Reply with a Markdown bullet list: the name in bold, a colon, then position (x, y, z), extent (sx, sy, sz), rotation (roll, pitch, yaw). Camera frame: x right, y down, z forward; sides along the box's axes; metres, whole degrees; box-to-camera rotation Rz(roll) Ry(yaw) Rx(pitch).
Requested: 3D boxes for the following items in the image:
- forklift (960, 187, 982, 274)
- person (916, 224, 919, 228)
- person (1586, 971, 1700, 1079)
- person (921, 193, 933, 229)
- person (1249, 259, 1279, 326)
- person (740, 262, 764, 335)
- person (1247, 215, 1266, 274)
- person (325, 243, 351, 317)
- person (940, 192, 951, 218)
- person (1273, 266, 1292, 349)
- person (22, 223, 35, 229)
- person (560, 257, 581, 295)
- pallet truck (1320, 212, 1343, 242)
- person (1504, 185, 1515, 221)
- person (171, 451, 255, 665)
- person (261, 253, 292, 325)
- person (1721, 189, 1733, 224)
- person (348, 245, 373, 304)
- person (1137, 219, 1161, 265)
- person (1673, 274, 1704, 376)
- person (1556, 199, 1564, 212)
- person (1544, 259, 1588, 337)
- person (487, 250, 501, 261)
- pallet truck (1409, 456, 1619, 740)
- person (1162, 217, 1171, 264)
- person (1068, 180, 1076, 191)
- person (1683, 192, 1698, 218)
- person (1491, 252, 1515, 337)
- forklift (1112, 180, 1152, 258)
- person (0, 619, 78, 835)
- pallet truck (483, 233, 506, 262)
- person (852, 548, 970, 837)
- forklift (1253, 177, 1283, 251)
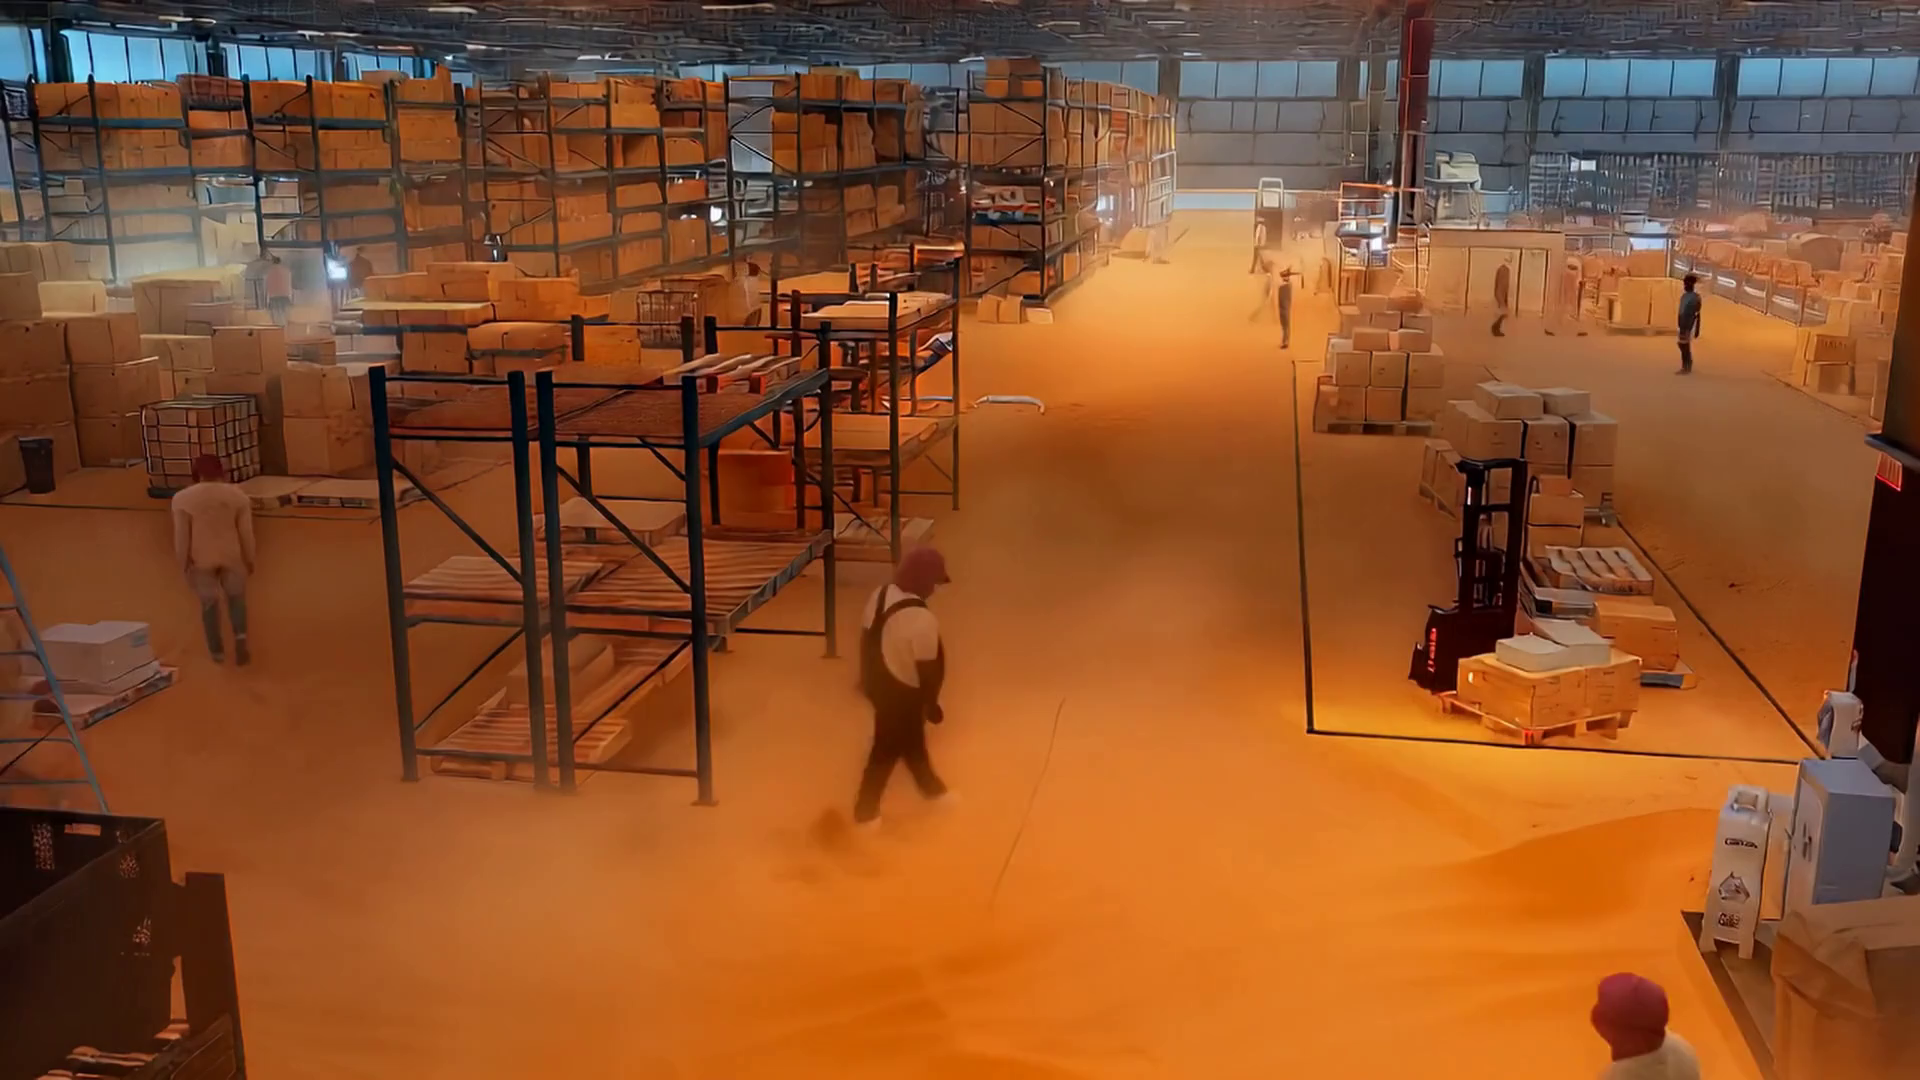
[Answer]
- **forklift**: position (0.649, -10.138, 54.362), extent (1.129, 2.768, 1.873), rotation (3, 14, 10)
- **person**: position (-1.796, -11.363, 61.818), extent (0.541, 1.678, 0.698), rotation (-5, 15, -20)
- **person**: position (2.368, 2.363, 5.852), extent (0.618, 1.805, 0.961), rotation (-12, 18, -41)
- **person**: position (-1.579, -15.815, 79.576), extent (0.643, 1.829, 0.598), rotation (4, 14, 14)
- **person**: position (7.318, -5.934, 39.896), extent (0.643, 1.619, 0.521), rotation (4, 14, 15)
- **person**: position (-4.768, -5.535, 38.152), extent (0.500, 1.683, 0.534), rotation (9, 16, 31)
- **person**: position (9.764, -9.696, 54.564), extent (0.558, 1.905, 0.785), rotation (-13, 19, -42)
- **person**: position (-15.388, -6.409, 41.230), extent (0.587, 1.911, 0.397), rotation (-7, 16, -28)
- **person**: position (-0.782, -18.111, 88.984), extent (0.603, 1.792, 0.911), rotation (1, 14, 4)
- **person**: position (6.984, -5.015, 35.860), extent (0.317, 1.768, 0.524), rotation (-2, 14, -7)
- **person**: position (-33.879, -11.147, 60.481), extent (0.636, 1.902, 0.406), rotation (9, 17, 33)
- **person**: position (-9.424, -6.040, 40.301), extent (0.524, 1.631, 0.323), rotation (1, 14, 3)
- **pallet truck**: position (15.874, -13.227, 70.310), extent (0.680, 1.201, 1.601), rotation (10, 17, 35)
- **person**: position (28.680, -17.578, 86.723), extent (0.587, 1.835, 0.404), rotation (13, 19, 43)
- **person**: position (-6.434, 0.193, 14.415), extent (0.634, 1.924, 0.636), rotation (-7, 16, -28)
- **person**: position (-15.395, -5.504, 37.507), extent (0.652, 1.928, 0.560), rotation (-10, 17, -34)
- **person**: position (37.075, -16.020, 80.100), extent (0.513, 1.973, 0.636), rotation (-2, 14, -7)
- **person**: position (-14.307, -6.053, 39.712), extent (0.670, 1.939, 1.027), rotation (-13, 19, -43)
- **person**: position (6.657, -10.426, 58.215), extent (0.878, 1.576, 0.492), rotation (1, 14, 5)
- **person**: position (13.838, -4.082, 31.686), extent (0.431, 1.947, 0.643), rotation (-2, 14, -6)
- **person**: position (25.745, -13.746, 71.391), extent (0.895, 1.721, 0.565), rotation (3, 14, 12)
- **person**: position (13.796, -5.495, 37.786), extent (0.946, 1.787, 0.591), rotation (11, 17, 37)
- **person**: position (-14.119, -8.630, 50.507), extent (0.658, 1.798, 0.673), rotation (9, 17, 33)
- **pallet truck**: position (4.504, 0.400, 13.395), extent (0.823, 1.965, 1.885), rotation (-6, 15, -23)
- **person**: position (7.304, -10.580, 58.726), extent (0.268, 1.632, 0.507), rotation (0, 14, 0)
- **person**: position (6.145, -18.805, 91.505), extent (0.698, 1.938, 0.769), rotation (-5, 15, -20)
- **person**: position (35.836, -16.285, 81.520), extent (0.615, 1.809, 0.673), rotation (1, 14, 4)
- **person**: position (12.342, -5.569, 37.784), extent (0.419, 1.917, 0.579), rotation (5, 15, 21)
- **forklift**: position (6.082, -11.722, 60.796), extent (1.873, 2.768, 1.129), rotation (2, 14, 9)
- **person**: position (-6.087, 1.146, 10.570), extent (0.519, 1.893, 0.629), rotation (-2, 14, -8)
- **pallet truck**: position (-11.832, -7.026, 43.548), extent (1.885, 1.965, 0.823), rotation (8, 16, 28)
- **person**: position (-0.369, 0.952, 11.065), extent (0.891, 2.000, 0.722), rotation (-5, 15, -21)
- **forklift**: position (12.083, -12.747, 64.956), extent (1.129, 2.768, 1.873), rotation (3, 14, 10)
